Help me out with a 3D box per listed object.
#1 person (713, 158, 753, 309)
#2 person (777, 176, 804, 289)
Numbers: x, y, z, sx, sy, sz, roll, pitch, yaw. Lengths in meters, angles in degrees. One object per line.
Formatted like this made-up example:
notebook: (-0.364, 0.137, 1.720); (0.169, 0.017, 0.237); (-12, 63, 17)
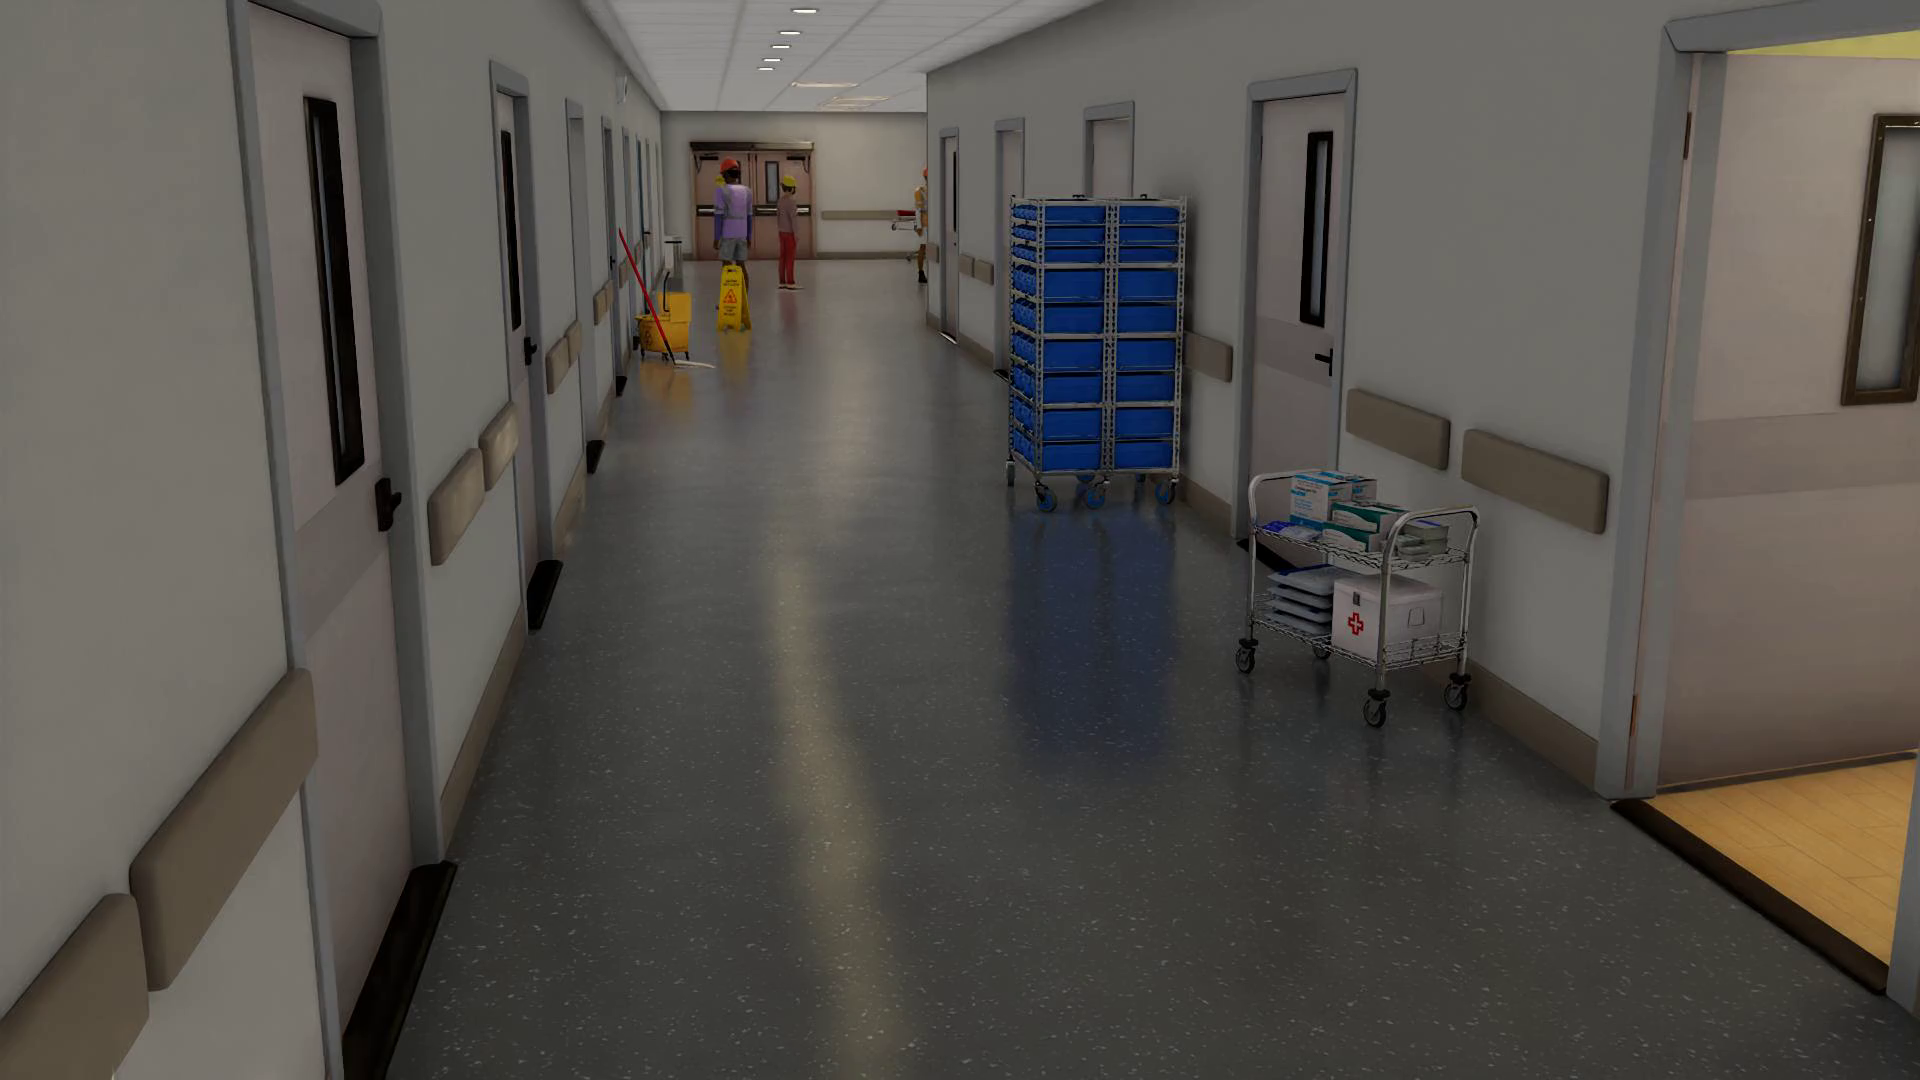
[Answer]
person: (-3.096, -4.149, 22.606); (0.408, 2.032, 0.613); (12, 18, 43)
person: (-2.698, -4.853, 26.317); (0.313, 1.767, 0.533); (-9, 15, -34)
